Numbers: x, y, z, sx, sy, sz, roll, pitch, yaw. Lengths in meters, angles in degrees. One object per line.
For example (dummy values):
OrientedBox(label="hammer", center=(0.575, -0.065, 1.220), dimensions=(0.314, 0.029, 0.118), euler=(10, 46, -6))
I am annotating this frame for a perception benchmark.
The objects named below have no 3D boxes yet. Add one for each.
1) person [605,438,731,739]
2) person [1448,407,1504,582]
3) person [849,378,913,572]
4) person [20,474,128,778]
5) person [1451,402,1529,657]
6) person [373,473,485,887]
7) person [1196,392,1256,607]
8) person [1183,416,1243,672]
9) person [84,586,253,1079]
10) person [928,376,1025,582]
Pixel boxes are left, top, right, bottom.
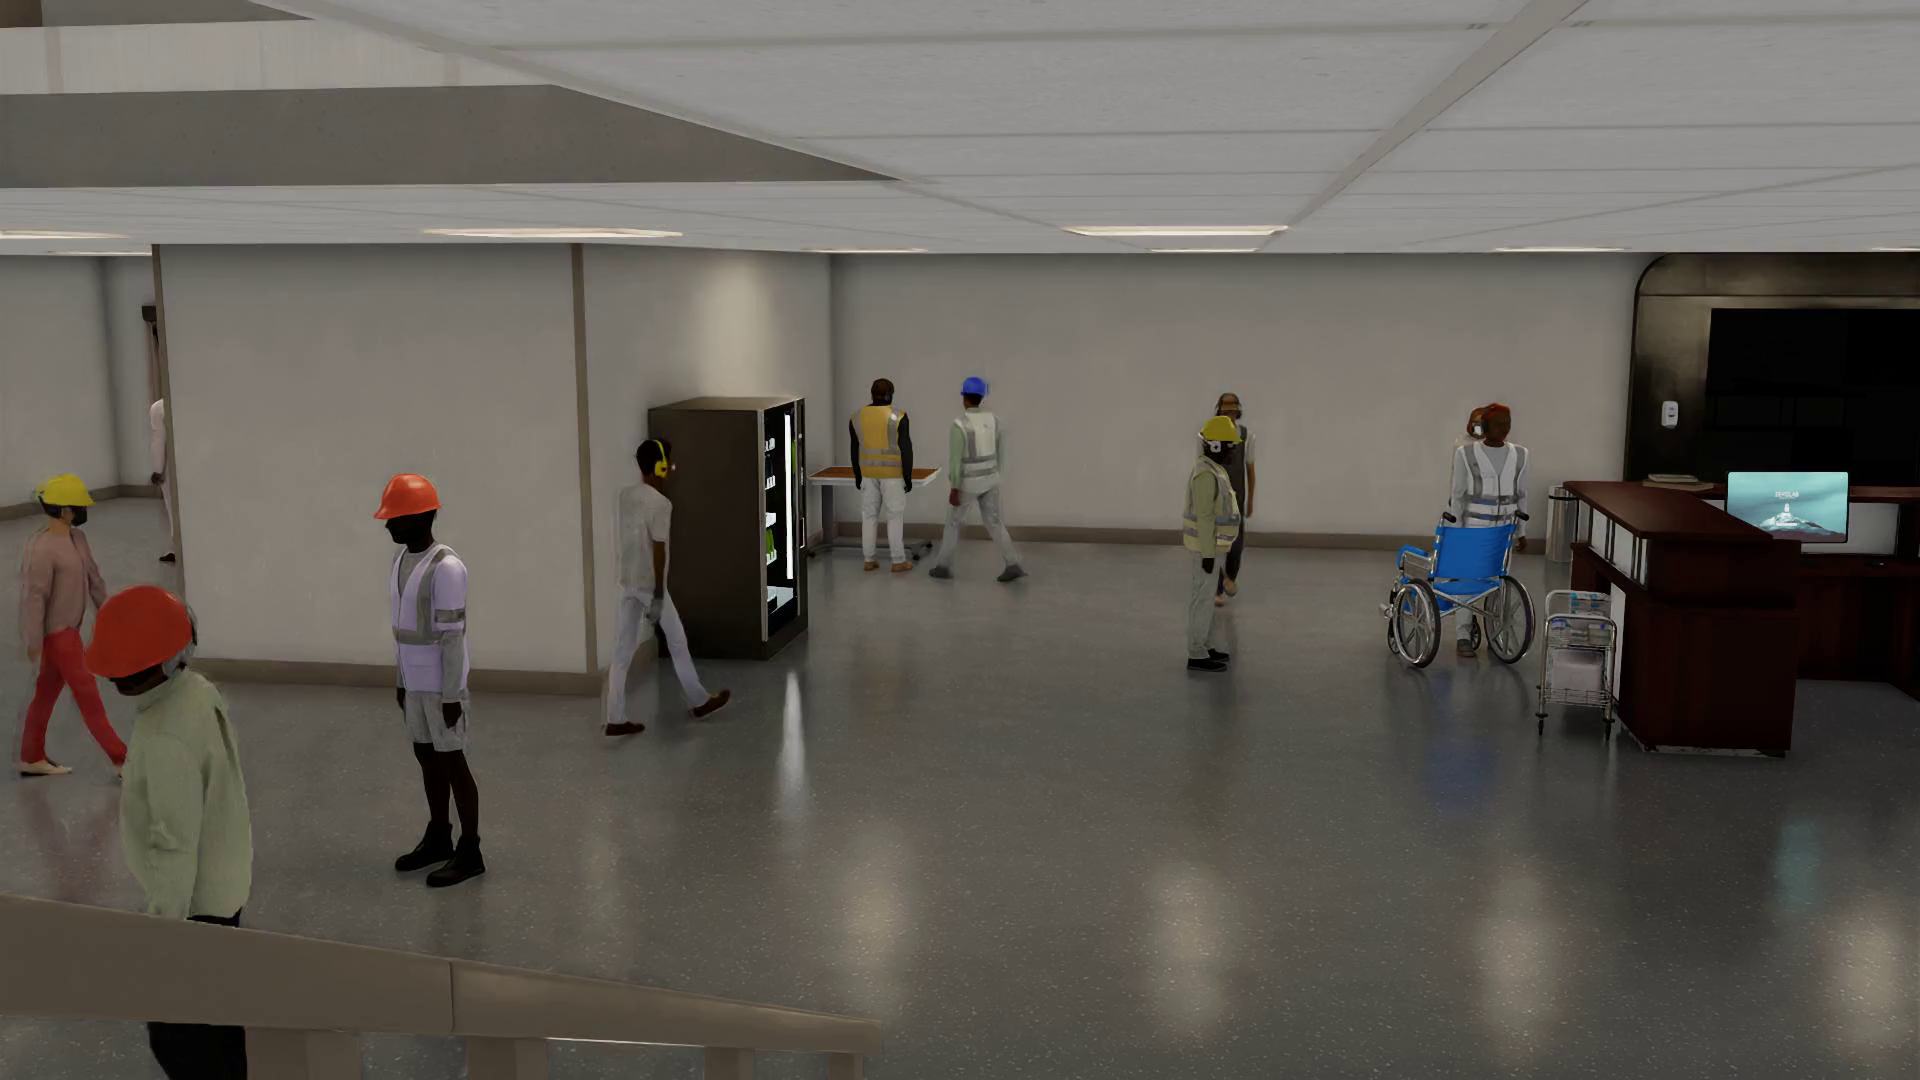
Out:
OrientedBox(label="person", center=(-1.852, 0.282, 10.305), dimensions=(0.505, 1.819, 0.965), euler=(7, 12, 38))
OrientedBox(label="person", center=(4.680, -0.392, 15.054), dimensions=(0.504, 1.627, 0.285), euler=(6, 11, 31))
OrientedBox(label="person", center=(-0.724, -0.608, 15.730), dimensions=(0.621, 1.838, 0.429), euler=(3, 10, 20))
OrientedBox(label="person", center=(-4.908, 0.492, 9.281), dimensions=(0.871, 1.723, 0.536), euler=(-2, 9, -10))
OrientedBox(label="person", center=(3.904, -0.072, 12.269), dimensions=(0.578, 1.883, 0.353), euler=(-1, 9, -6))
OrientedBox(label="person", center=(-2.488, 0.644, 7.733), dimensions=(0.542, 1.928, 0.399), euler=(9, 13, 44))
OrientedBox(label="person", center=(2.247, -0.349, 14.150), dimensions=(0.512, 1.828, 0.443), euler=(1, 9, 6))
OrientedBox(label="person", center=(1.796, 0.023, 11.881), dimensions=(0.404, 1.825, 0.595), euler=(2, 9, 12))
OrientedBox(label="person", center=(-2.339, 1.067, 5.082), dimensions=(0.368, 1.950, 0.784), euler=(-2, 9, -13))
OrientedBox(label="person", center=(0.155, -0.546, 15.207), dimensions=(0.632, 1.891, 0.946), euler=(-8, 12, -42))
